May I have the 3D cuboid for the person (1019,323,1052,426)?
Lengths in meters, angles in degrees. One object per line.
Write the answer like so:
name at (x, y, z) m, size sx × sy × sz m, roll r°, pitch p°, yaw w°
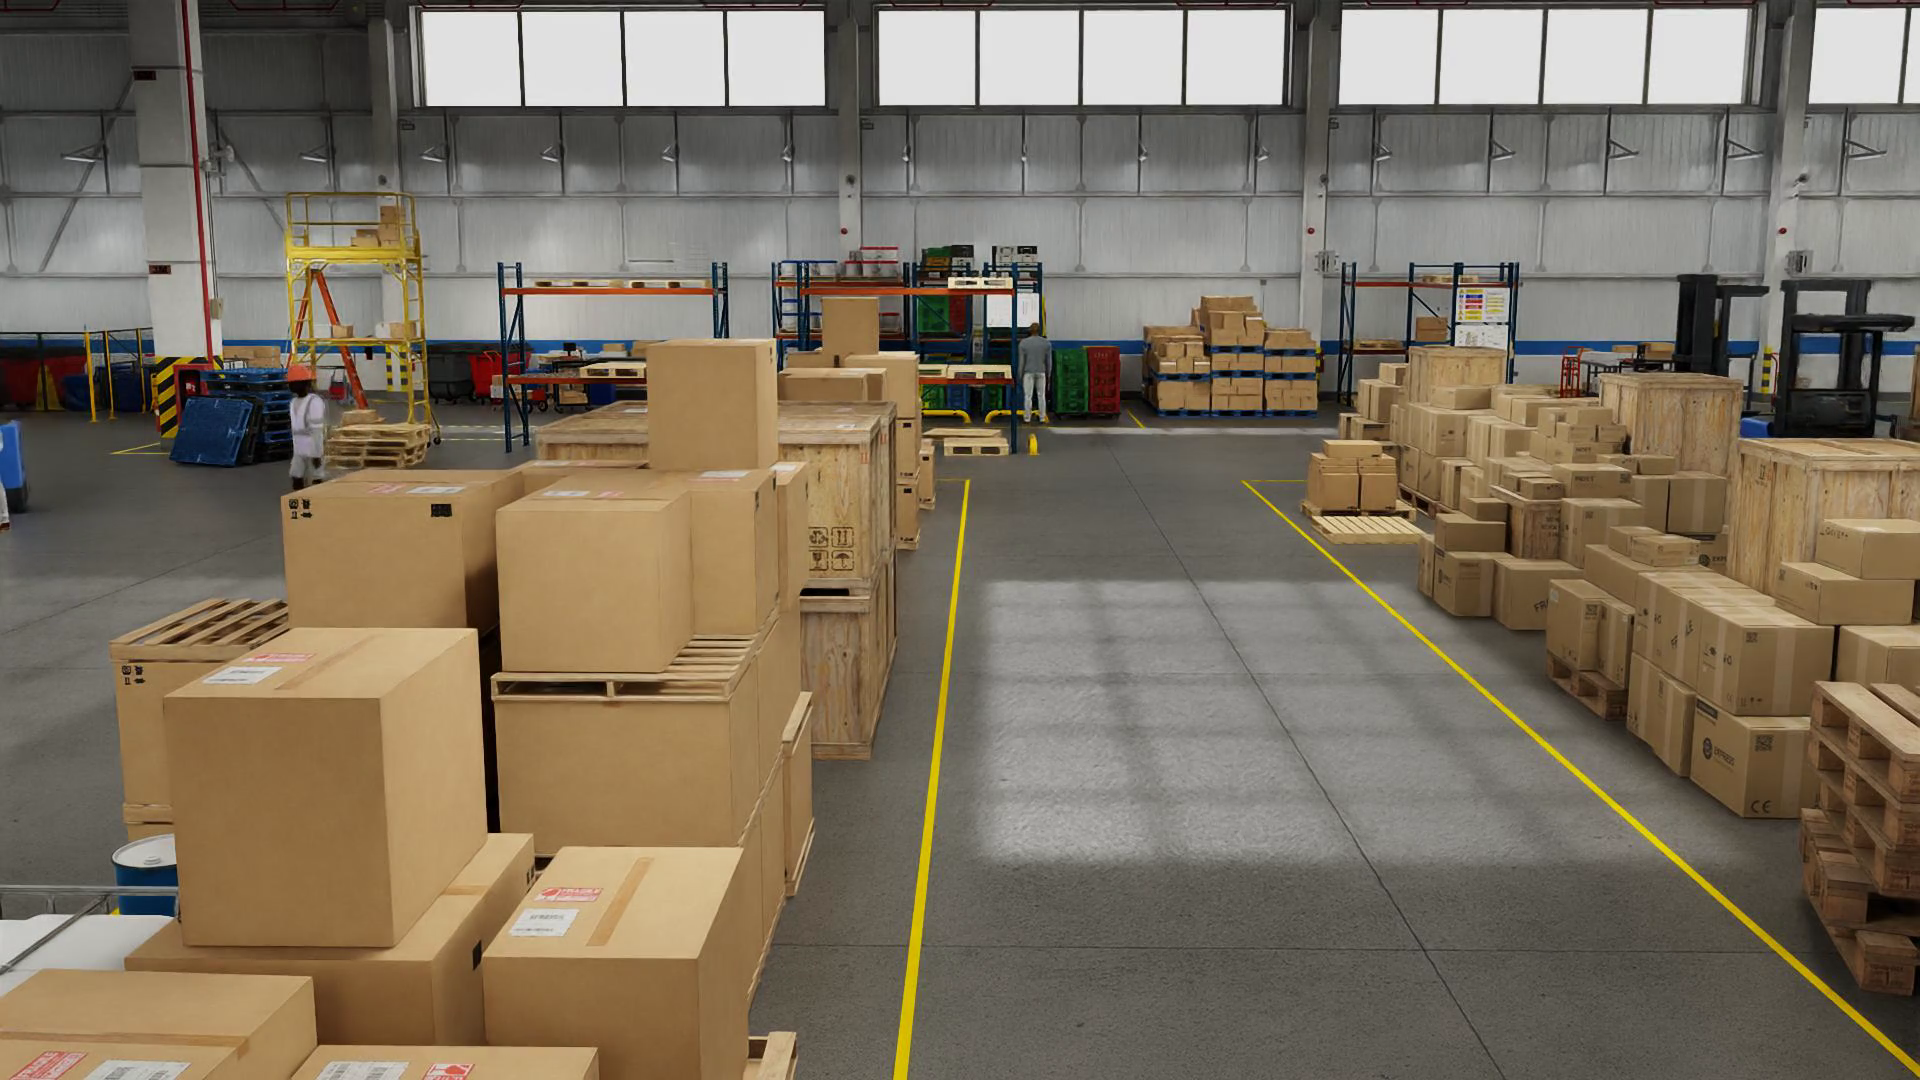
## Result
person at (1.397, -3.082, 30.933) m, size 0.628 × 1.931 × 0.358 m, roll -1°, pitch 10°, yaw -7°

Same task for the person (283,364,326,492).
person at (-7.246, -1.024, 18.651) m, size 0.547 × 1.920 × 0.775 m, roll 6°, pitch 11°, yaw 31°

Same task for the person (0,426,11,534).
person at (-10.913, -0.998, 18.616) m, size 0.341 × 1.878 × 0.576 m, roll -2°, pitch 10°, yaw -12°

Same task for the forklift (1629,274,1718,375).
forklift at (12.866, -3.275, 29.252) m, size 1.873 × 2.768 × 1.129 m, roll 0°, pitch 9°, yaw 1°

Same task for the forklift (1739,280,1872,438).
forklift at (10.326, -1.741, 20.065) m, size 1.129 × 2.768 × 1.873 m, roll 0°, pitch 9°, yaw 0°

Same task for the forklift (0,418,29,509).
forklift at (-12.402, -1.724, 19.963) m, size 1.873 × 2.768 × 1.129 m, roll -4°, pitch 10°, yaw -25°
